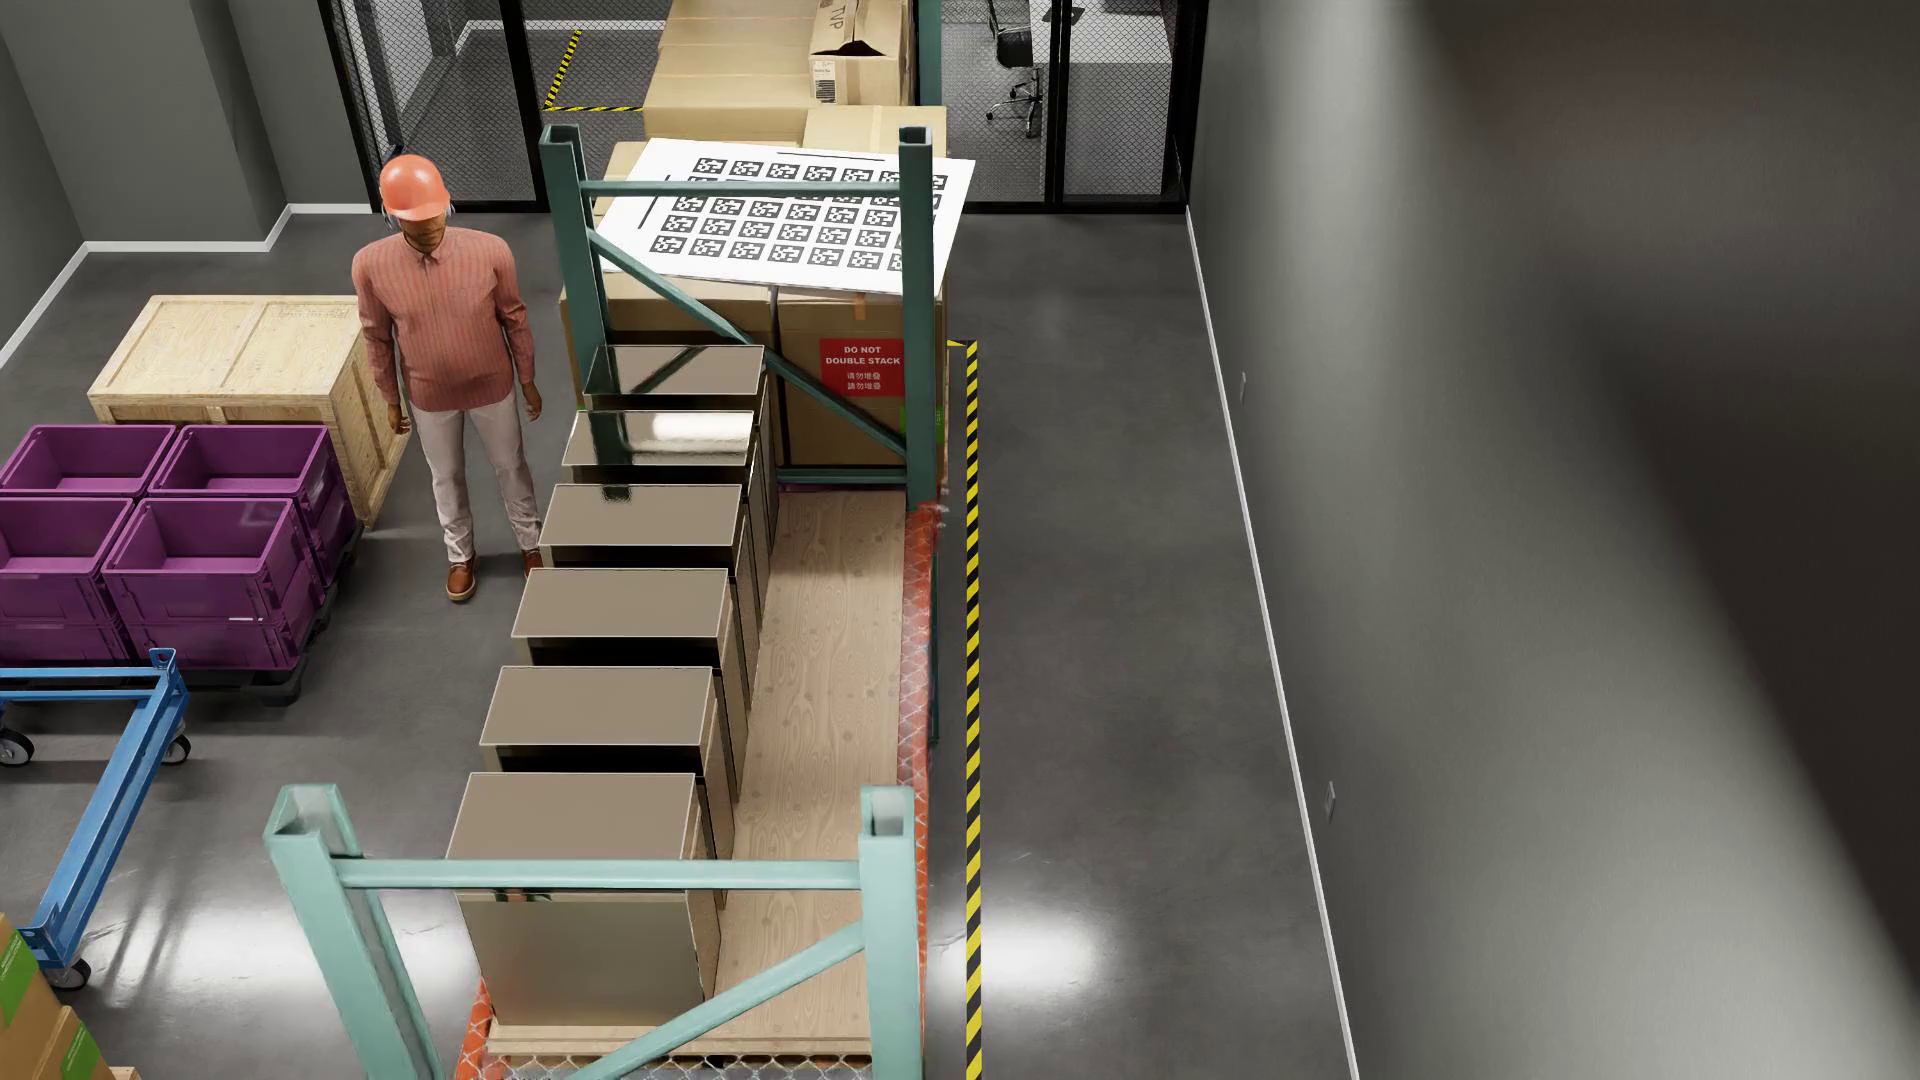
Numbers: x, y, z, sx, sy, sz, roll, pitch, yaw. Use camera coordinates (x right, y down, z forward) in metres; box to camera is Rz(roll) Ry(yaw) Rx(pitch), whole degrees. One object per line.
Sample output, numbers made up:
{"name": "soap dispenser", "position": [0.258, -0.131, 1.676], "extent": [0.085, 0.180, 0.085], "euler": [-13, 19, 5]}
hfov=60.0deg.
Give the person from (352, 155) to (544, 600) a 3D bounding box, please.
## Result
{"name": "person", "position": [-1.968, -0.607, 6.536], "extent": [0.622, 1.995, 0.383], "euler": [-9, 42, -11]}
